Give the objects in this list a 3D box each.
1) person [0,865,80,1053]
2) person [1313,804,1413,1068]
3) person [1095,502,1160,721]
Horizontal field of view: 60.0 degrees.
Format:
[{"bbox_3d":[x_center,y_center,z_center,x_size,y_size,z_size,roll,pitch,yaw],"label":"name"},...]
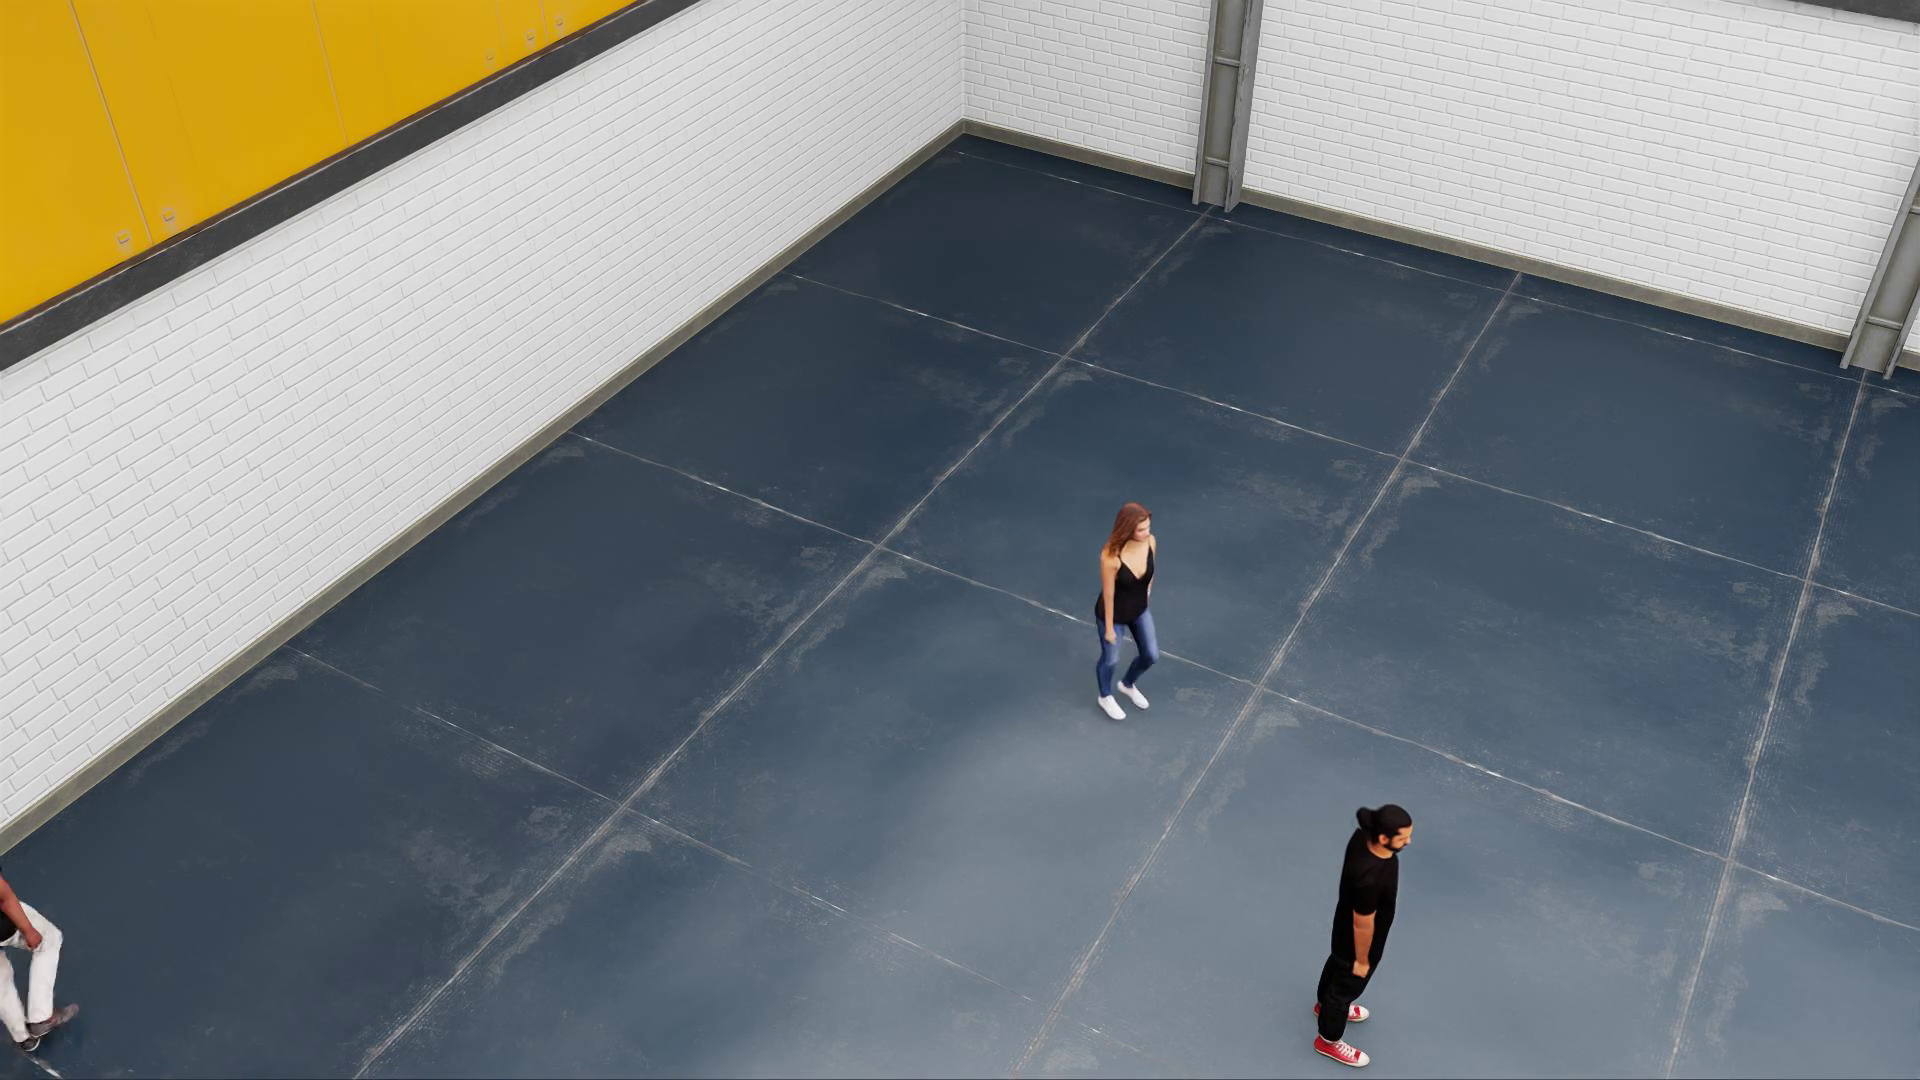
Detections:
[{"bbox_3d":[-4.953,2.010,8.378,0.740,1.790,0.851,2,39,3],"label":"person"},{"bbox_3d":[2.024,1.974,8.452,0.660,1.755,0.693,7,39,9],"label":"person"},{"bbox_3d":[0.982,0.409,10.448,0.679,1.710,0.713,-22,43,-25],"label":"person"}]
